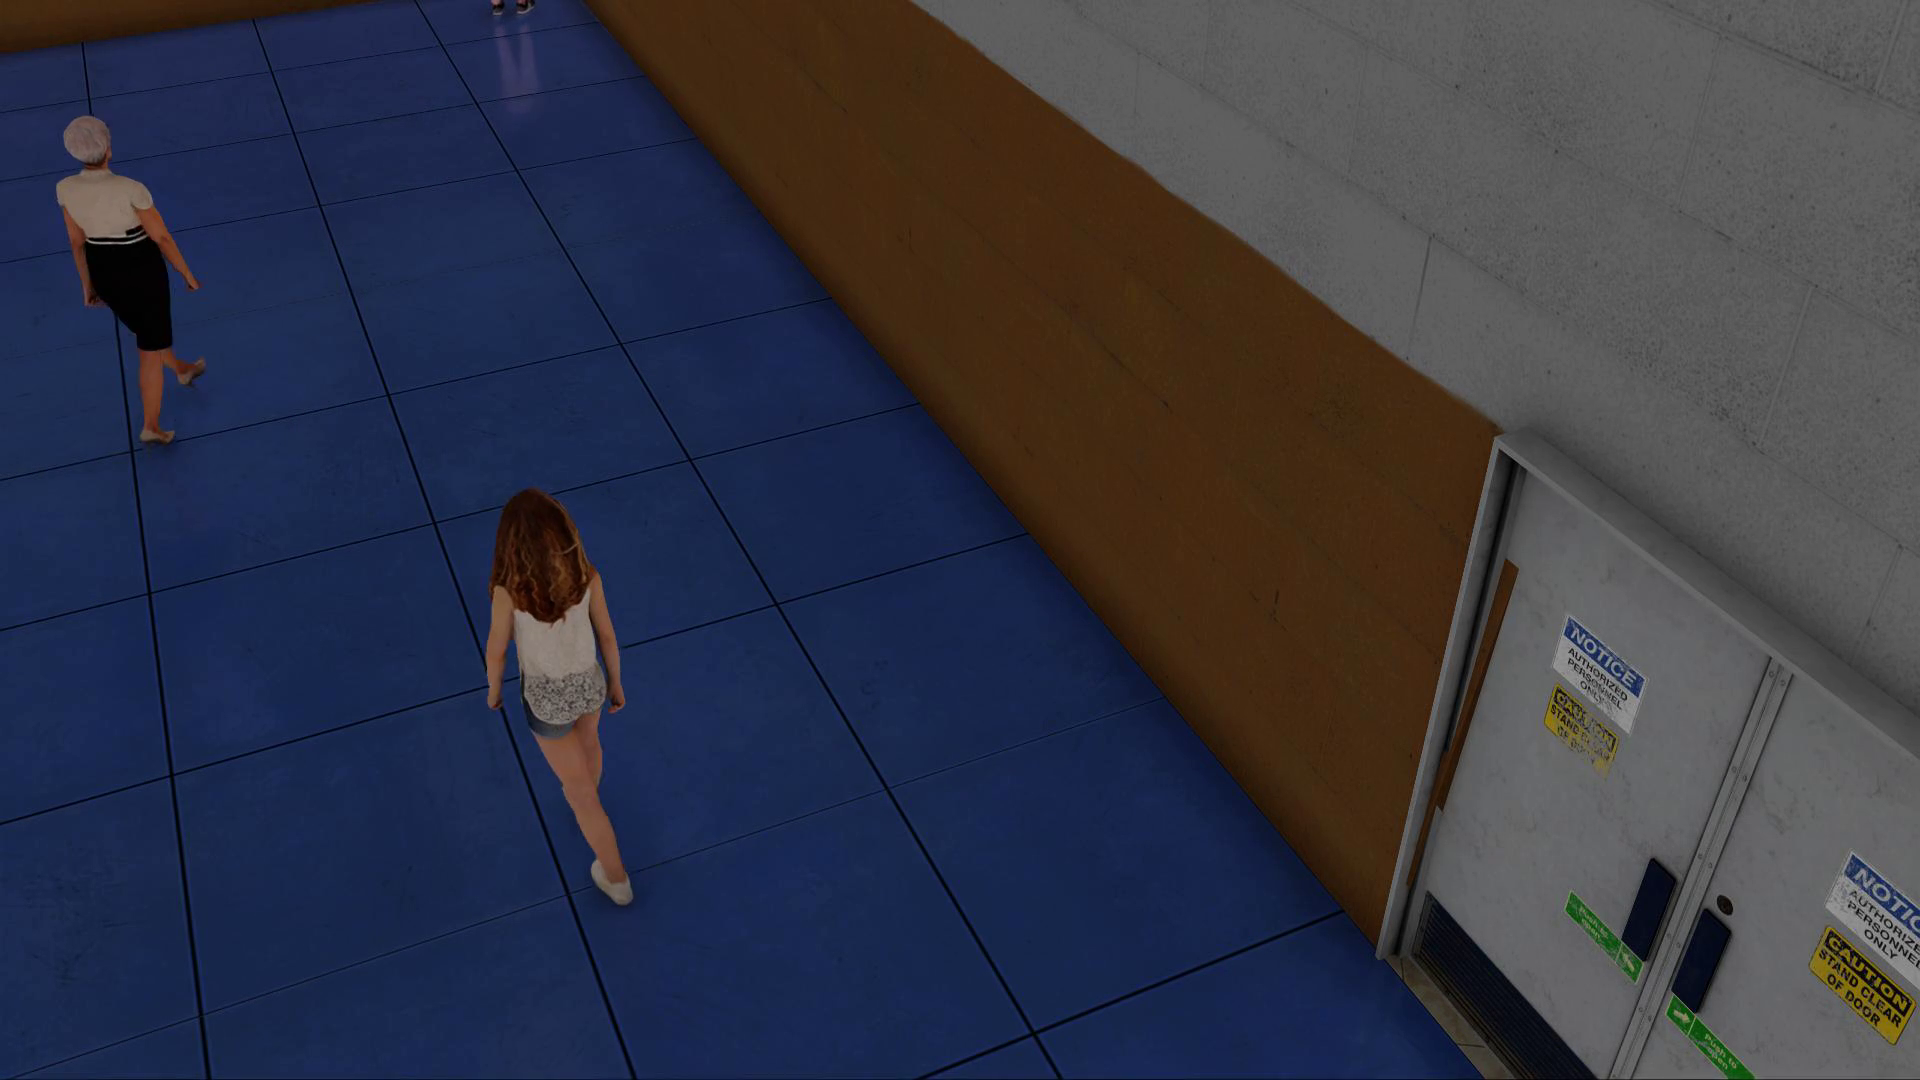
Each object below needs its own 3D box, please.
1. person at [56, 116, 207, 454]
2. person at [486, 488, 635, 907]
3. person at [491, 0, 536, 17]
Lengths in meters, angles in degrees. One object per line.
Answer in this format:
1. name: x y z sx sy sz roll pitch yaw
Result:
1. person: -4.239 -1.237 8.447 1.127 1.707 1.054 3 37 3
2. person: -1.356 0.641 5.922 0.898 1.734 0.760 -25 44 -30
3. person: -3.861 -5.158 13.791 0.561 1.564 0.667 0 37 0
